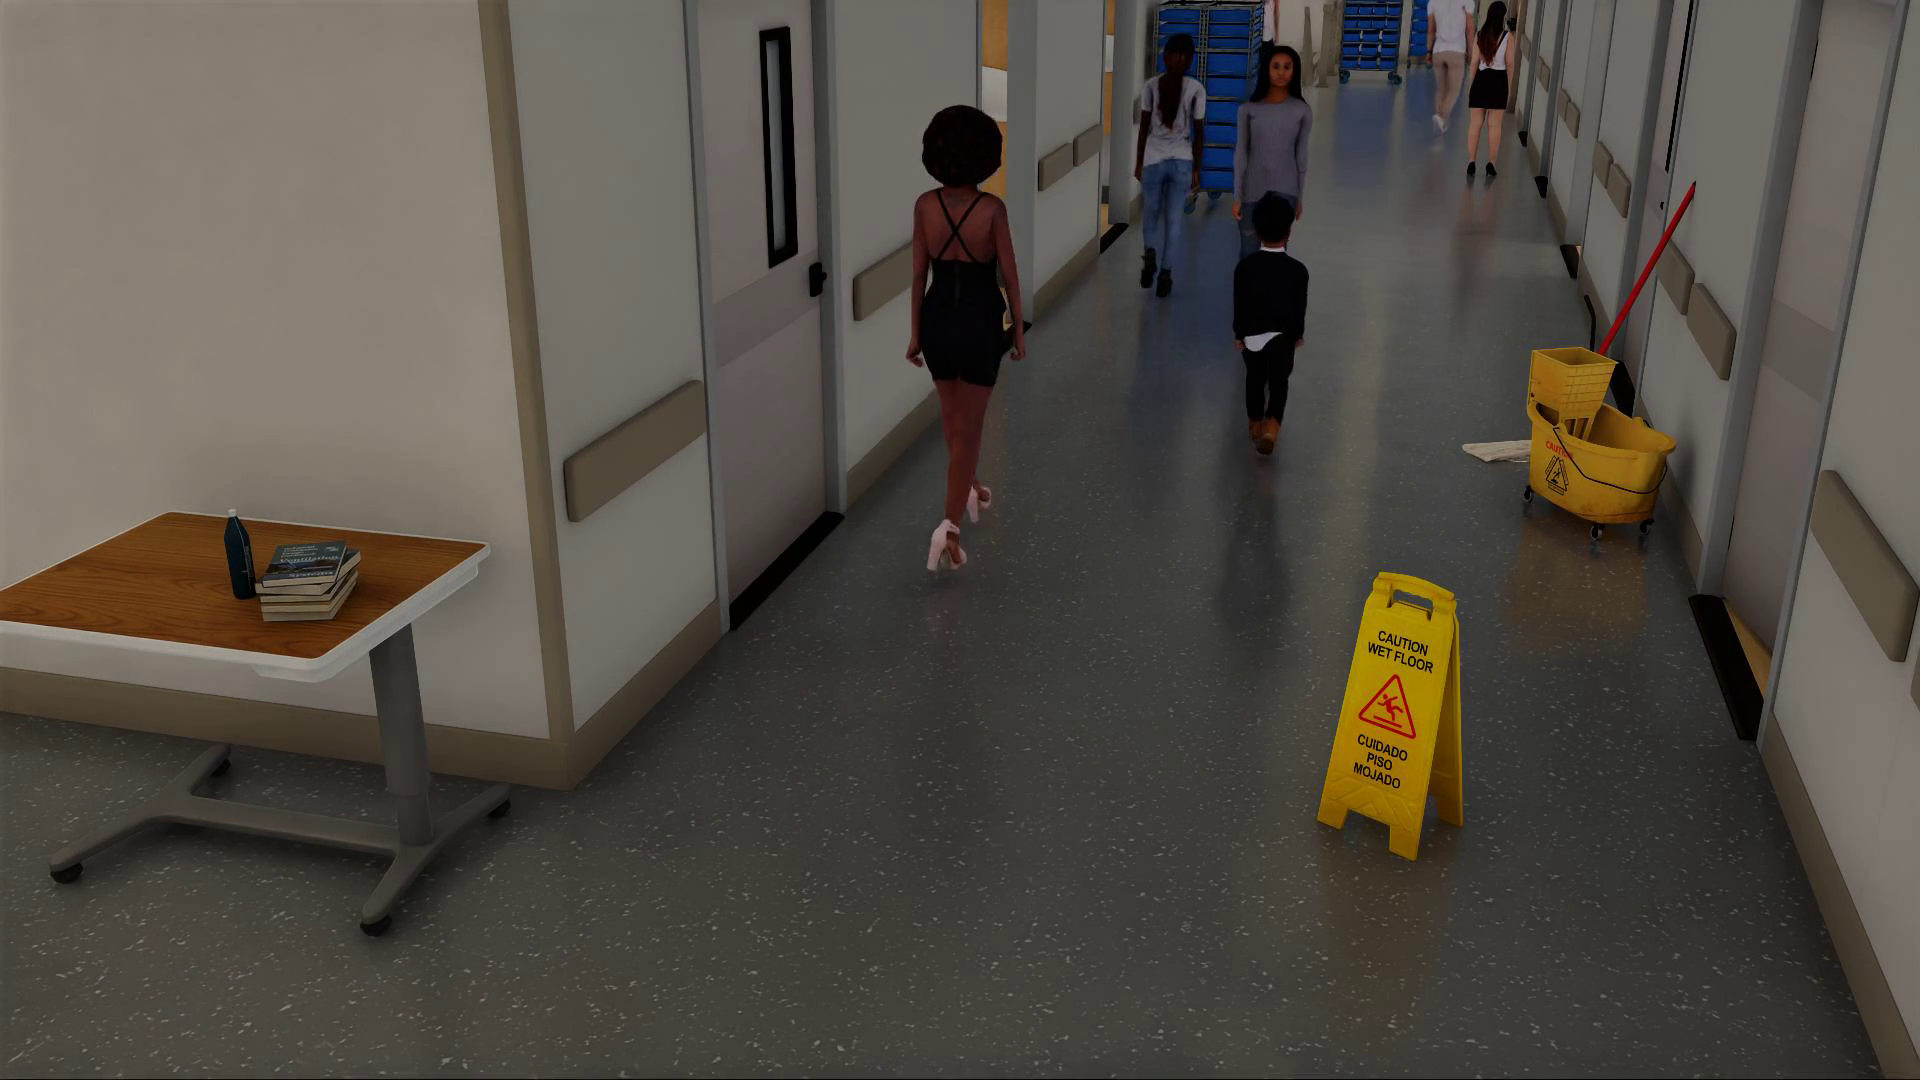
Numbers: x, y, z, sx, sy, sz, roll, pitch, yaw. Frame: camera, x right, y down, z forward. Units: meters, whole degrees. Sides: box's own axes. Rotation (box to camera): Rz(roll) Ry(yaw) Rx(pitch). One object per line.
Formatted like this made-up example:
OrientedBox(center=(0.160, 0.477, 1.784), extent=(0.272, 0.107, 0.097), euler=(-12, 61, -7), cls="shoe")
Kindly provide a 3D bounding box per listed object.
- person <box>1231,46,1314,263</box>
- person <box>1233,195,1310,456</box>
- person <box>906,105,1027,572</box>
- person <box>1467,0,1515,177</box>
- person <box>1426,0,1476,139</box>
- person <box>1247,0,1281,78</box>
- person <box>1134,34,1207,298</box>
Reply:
OrientedBox(center=(1.851, -2.082, 10.051), extent=(0.634, 1.701, 1.126), euler=(5, 21, 12), cls="person")
OrientedBox(center=(1.477, -1.002, 7.898), extent=(0.525, 1.207, 0.839), euler=(4, 21, 11), cls="person")
OrientedBox(center=(-0.013, -0.716, 6.392), extent=(0.625, 1.738, 1.097), euler=(7, 22, 18), cls="person")
OrientedBox(center=(5.169, -4.406, 16.262), extent=(0.583, 1.648, 0.545), euler=(9, 22, 21), cls="person")
OrientedBox(center=(5.543, -5.508, 18.865), extent=(0.925, 1.866, 1.171), euler=(13, 24, 30), cls="person")
OrientedBox(center=(3.878, -6.489, 21.602), extent=(0.725, 1.762, 0.801), euler=(-2, 21, -6), cls="person")
OrientedBox(center=(1.369, -2.446, 11.004), extent=(0.596, 1.707, 0.673), euler=(4, 21, 12), cls="person")
